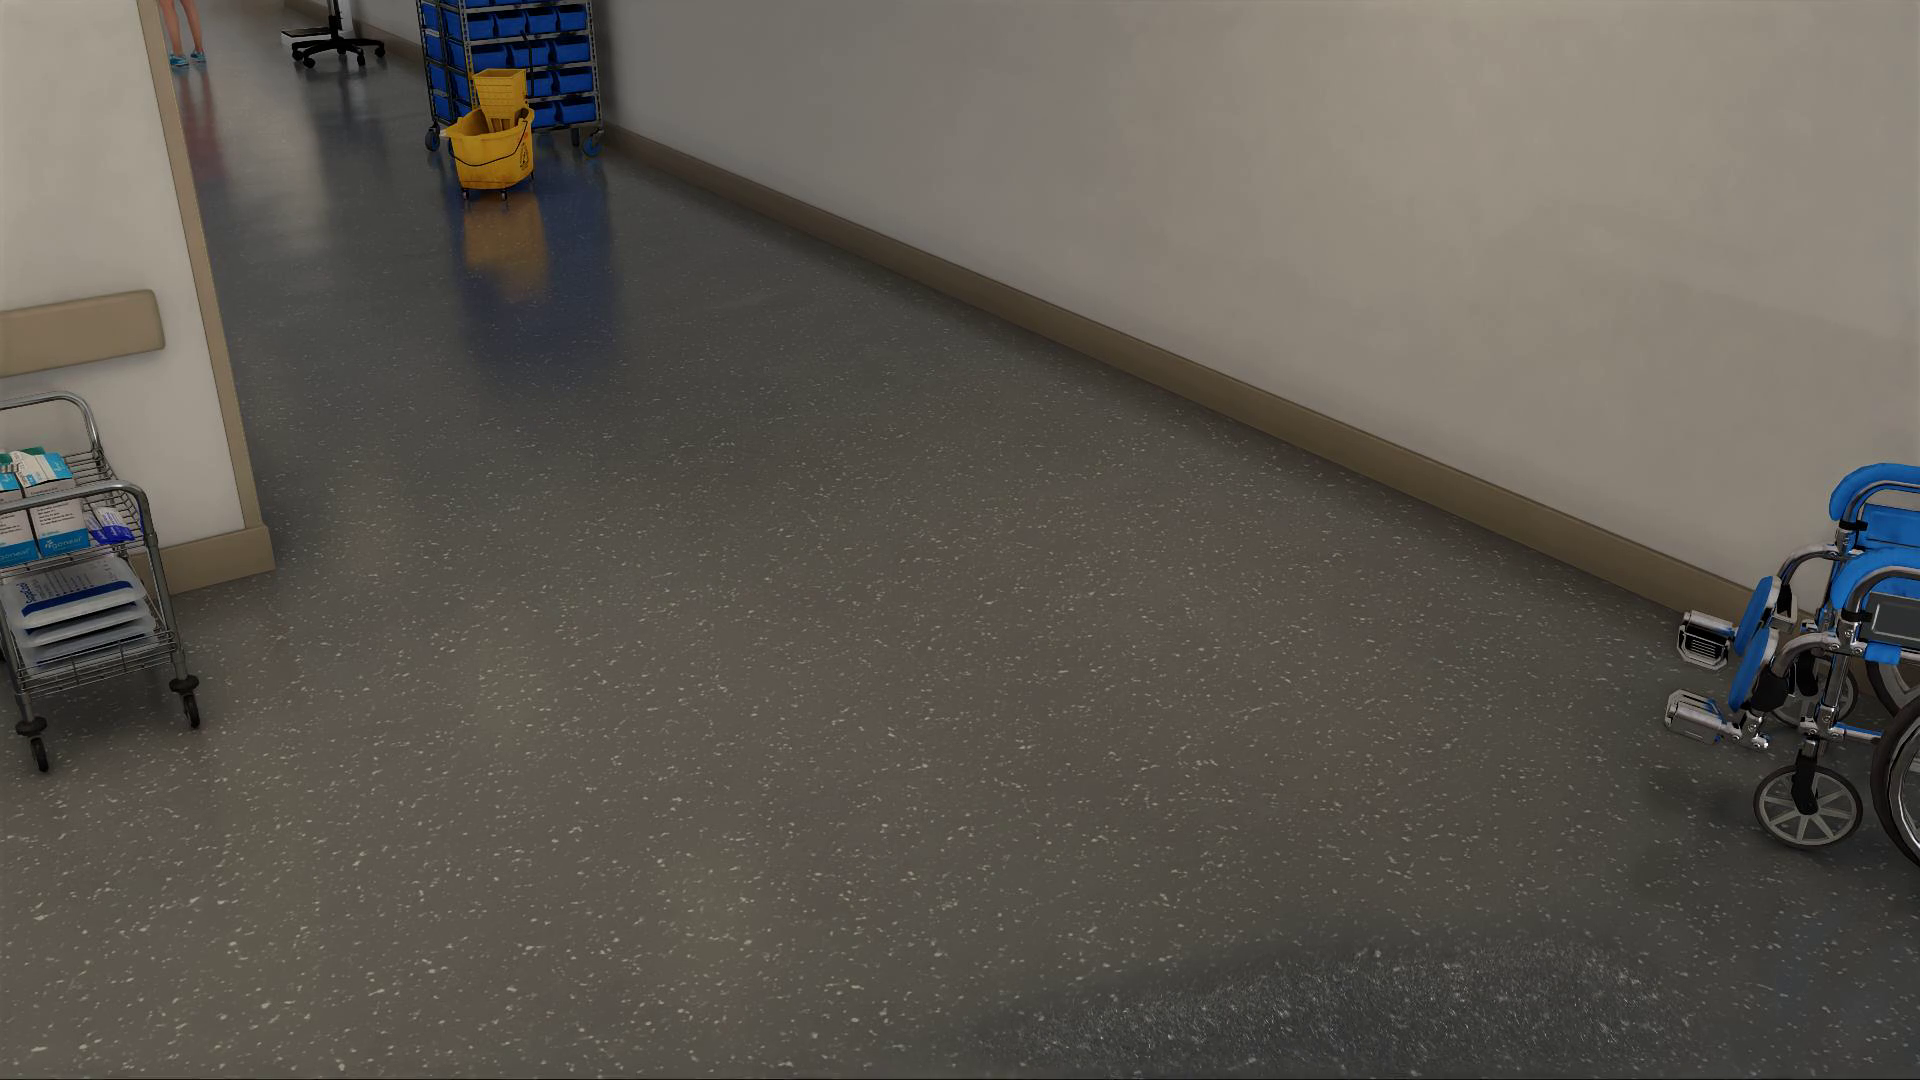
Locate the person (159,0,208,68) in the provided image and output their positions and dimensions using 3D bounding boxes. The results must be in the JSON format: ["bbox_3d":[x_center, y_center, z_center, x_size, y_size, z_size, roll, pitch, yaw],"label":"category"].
[{"bbox_3d":[-6.572,-4.846,13.753,0.721,1.765,0.627,17,31,32],"label":"person"}]
